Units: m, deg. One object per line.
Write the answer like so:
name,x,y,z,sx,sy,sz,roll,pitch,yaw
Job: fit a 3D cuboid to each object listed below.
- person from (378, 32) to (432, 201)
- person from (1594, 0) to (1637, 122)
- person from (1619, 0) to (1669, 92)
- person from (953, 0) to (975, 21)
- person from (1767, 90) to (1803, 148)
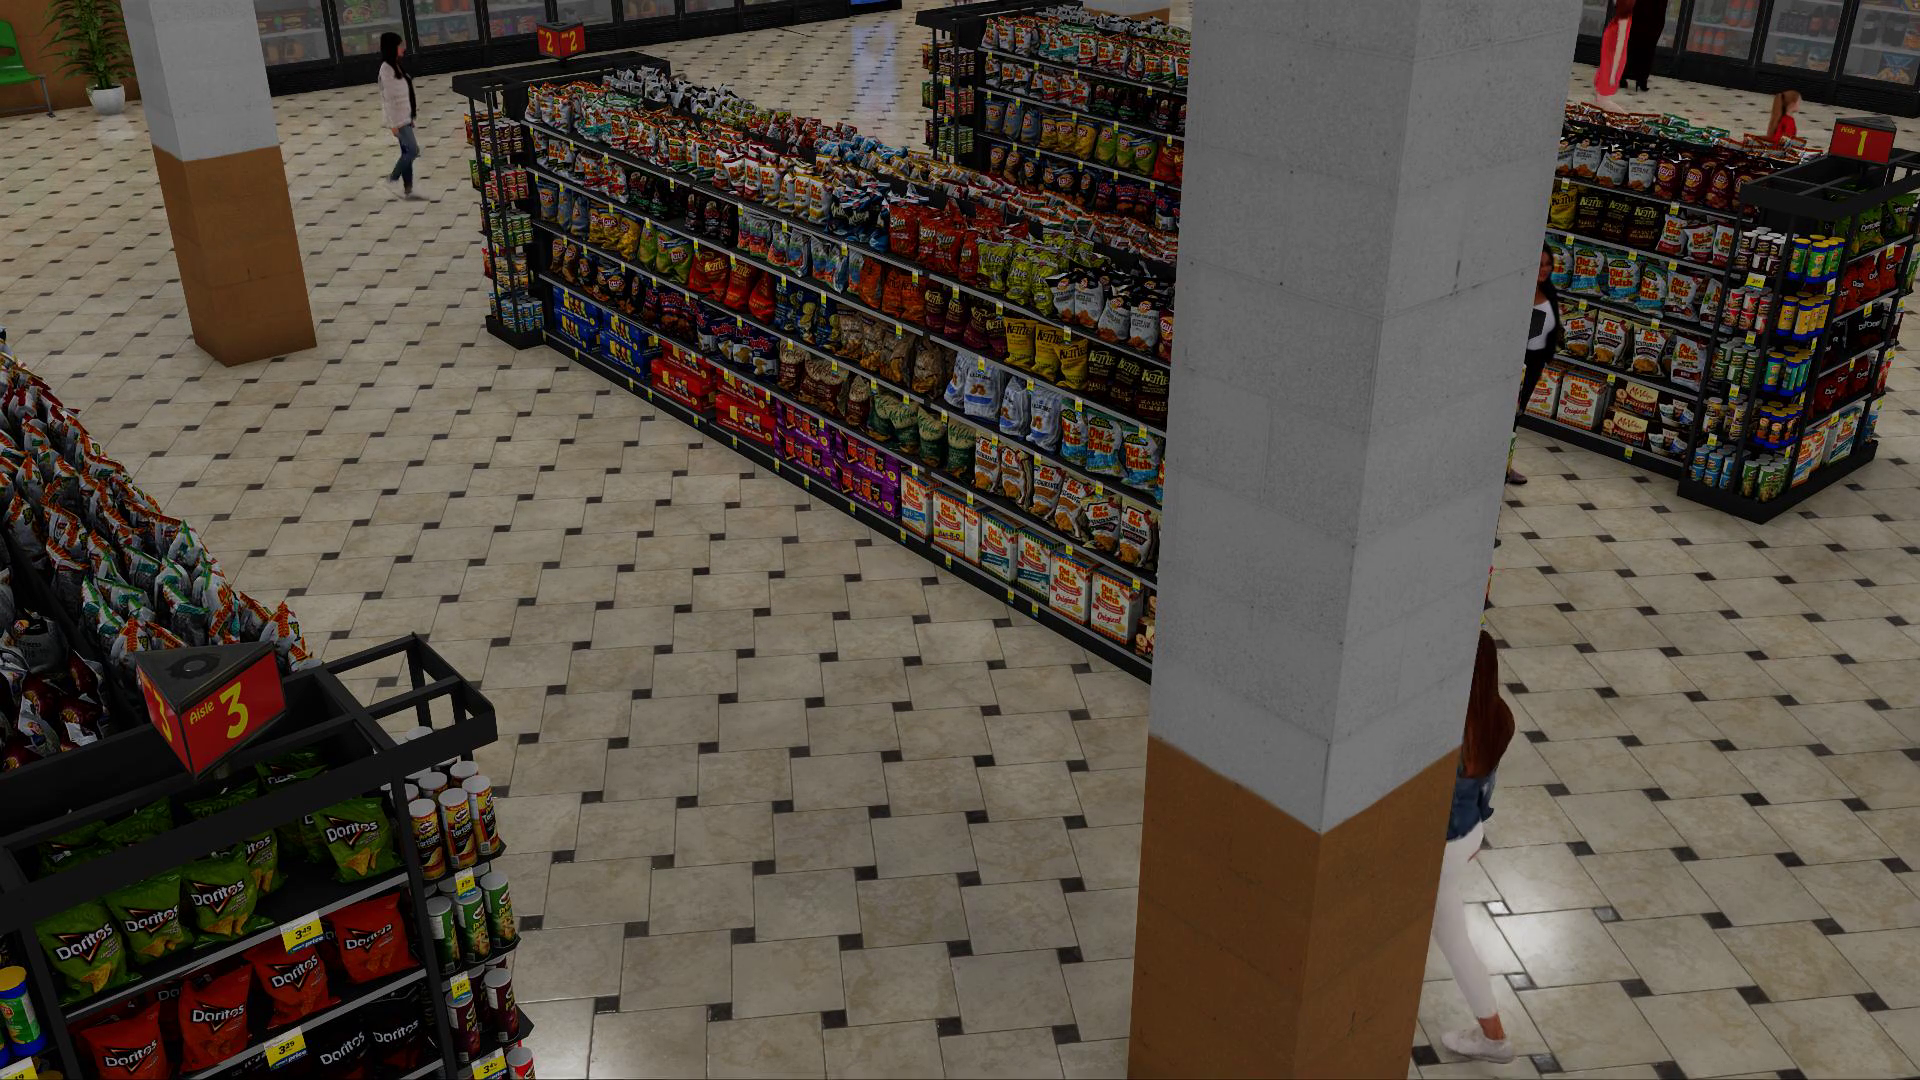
person,-5.548,-4.116,16.253,0.836,1.632,0.759,-2,27,-4
person,7.075,-5.016,17.830,1.038,1.811,0.867,10,29,20
person,8.642,-6.582,20.977,0.738,1.757,0.554,-18,32,-31
person,0.050,-7.559,22.804,0.712,1.847,0.712,9,28,18
person,7.610,-3.546,15.518,0.670,1.280,0.614,5,27,9
